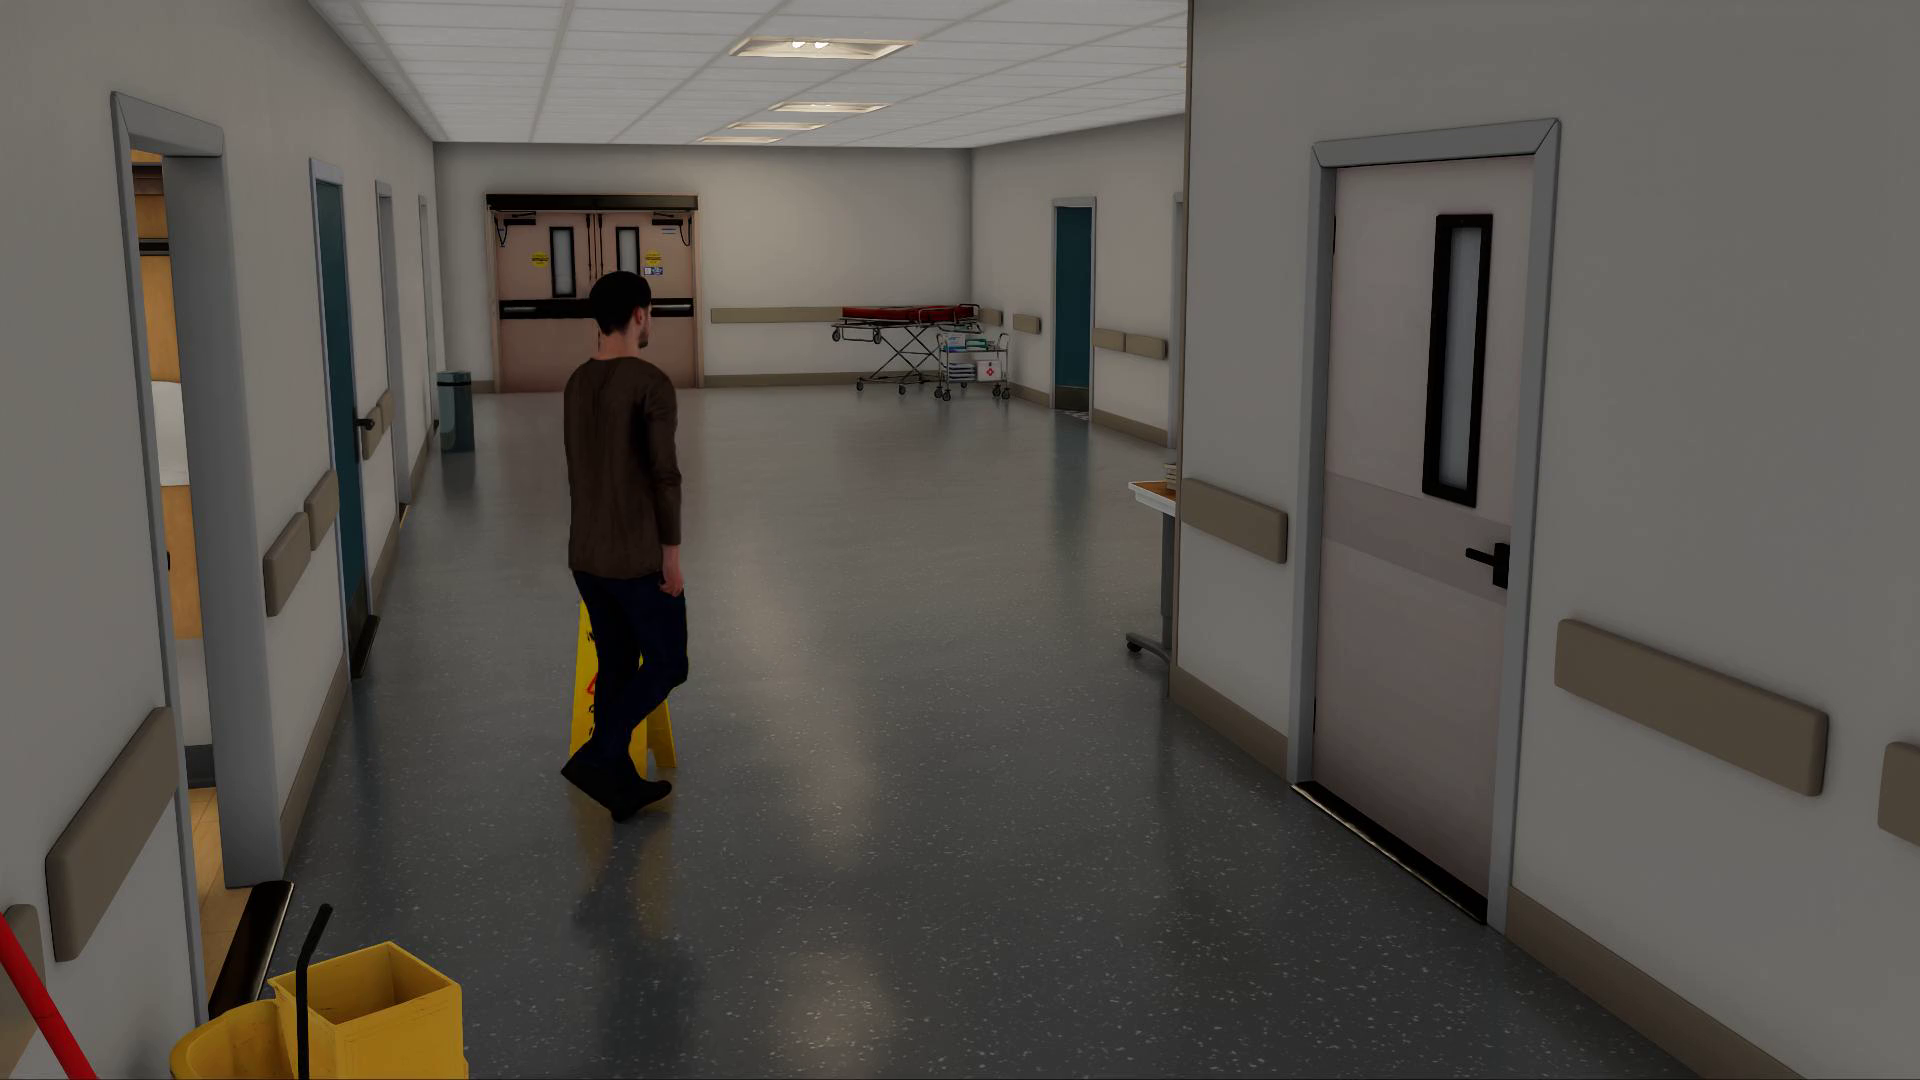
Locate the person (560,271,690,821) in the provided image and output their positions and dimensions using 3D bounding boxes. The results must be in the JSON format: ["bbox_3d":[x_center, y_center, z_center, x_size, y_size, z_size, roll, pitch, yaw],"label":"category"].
[{"bbox_3d":[-1.179,0.059,5.549,0.901,1.868,0.953,8,13,35],"label":"person"}]
